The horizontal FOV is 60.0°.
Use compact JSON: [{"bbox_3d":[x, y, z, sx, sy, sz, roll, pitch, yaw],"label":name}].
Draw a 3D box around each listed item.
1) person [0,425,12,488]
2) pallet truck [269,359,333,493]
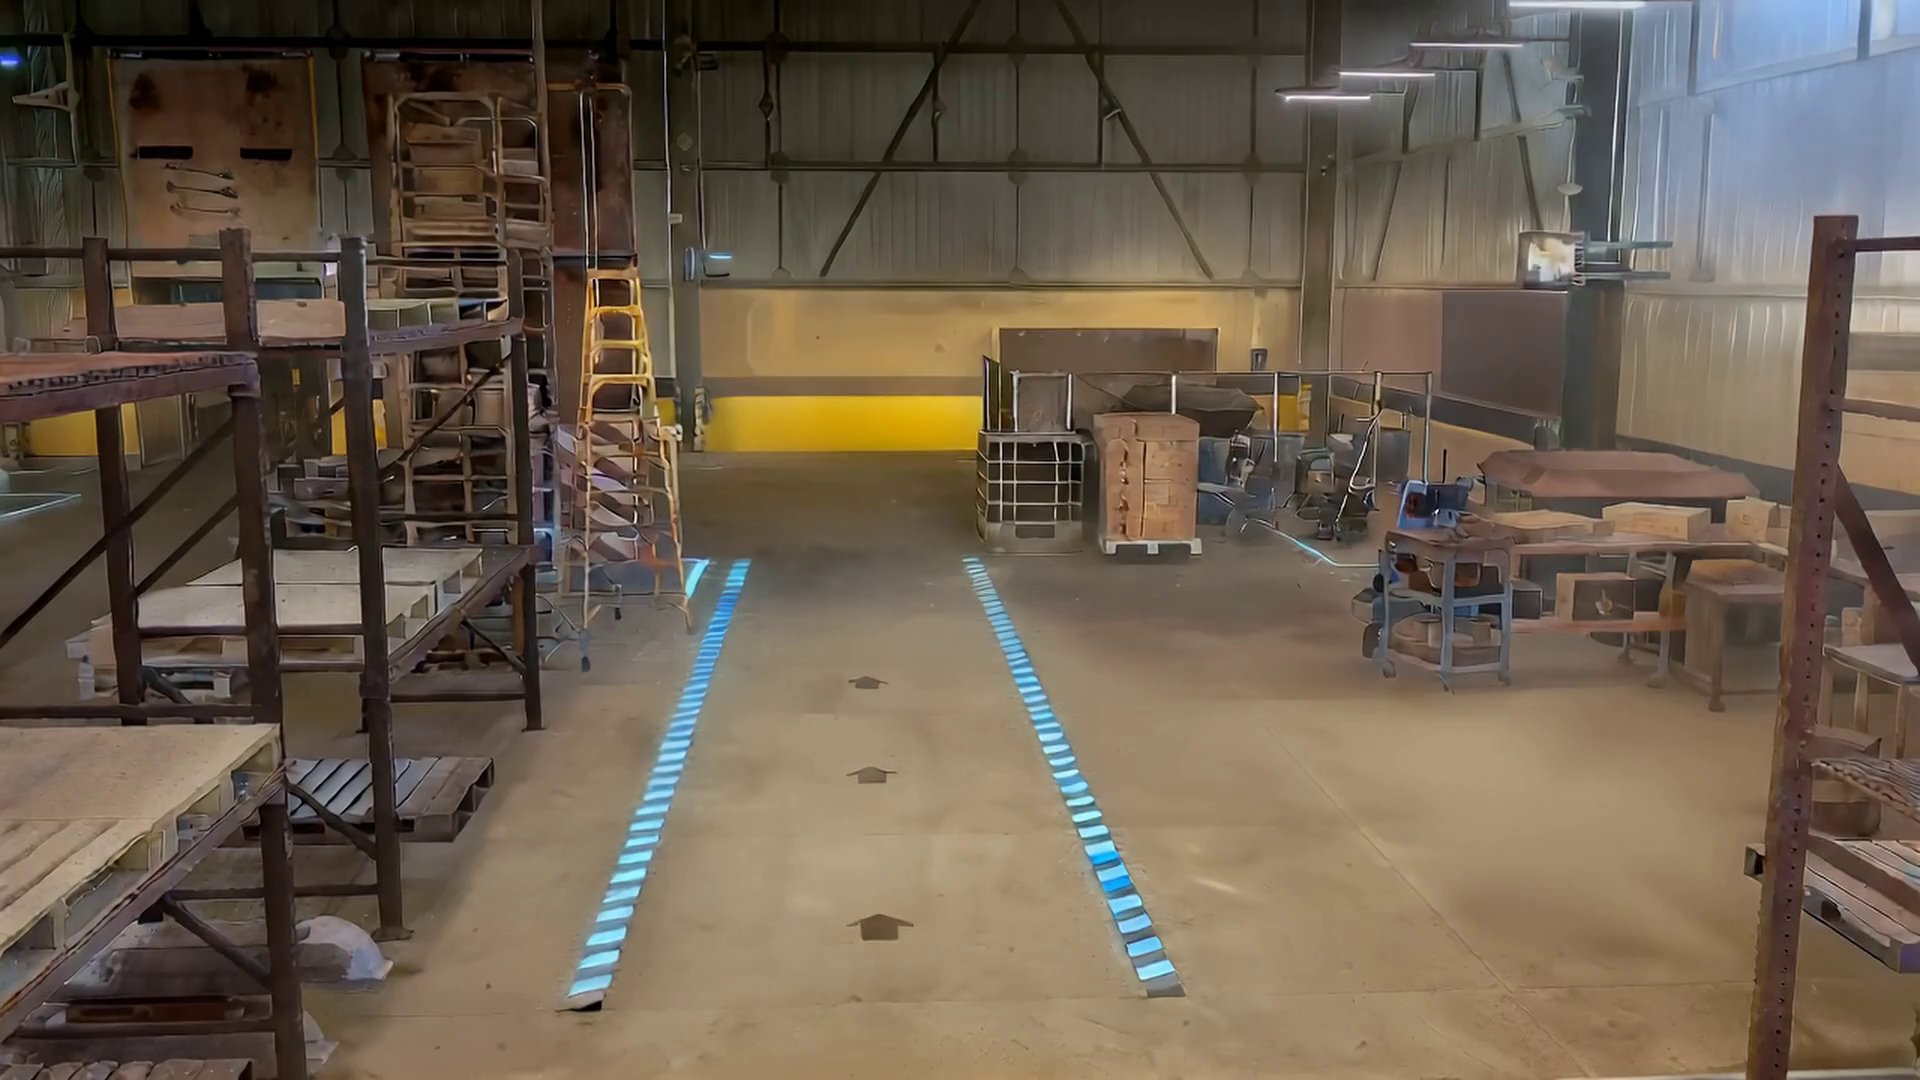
[{"bbox_3d":[-13.153,-1.665,22.569,0.389,1.930,0.544,-8,12,-41],"label":"person"},{"bbox_3d":[-7.062,-1.131,18.996,1.885,1.965,0.823,2,9,13],"label":"pallet truck"}]
